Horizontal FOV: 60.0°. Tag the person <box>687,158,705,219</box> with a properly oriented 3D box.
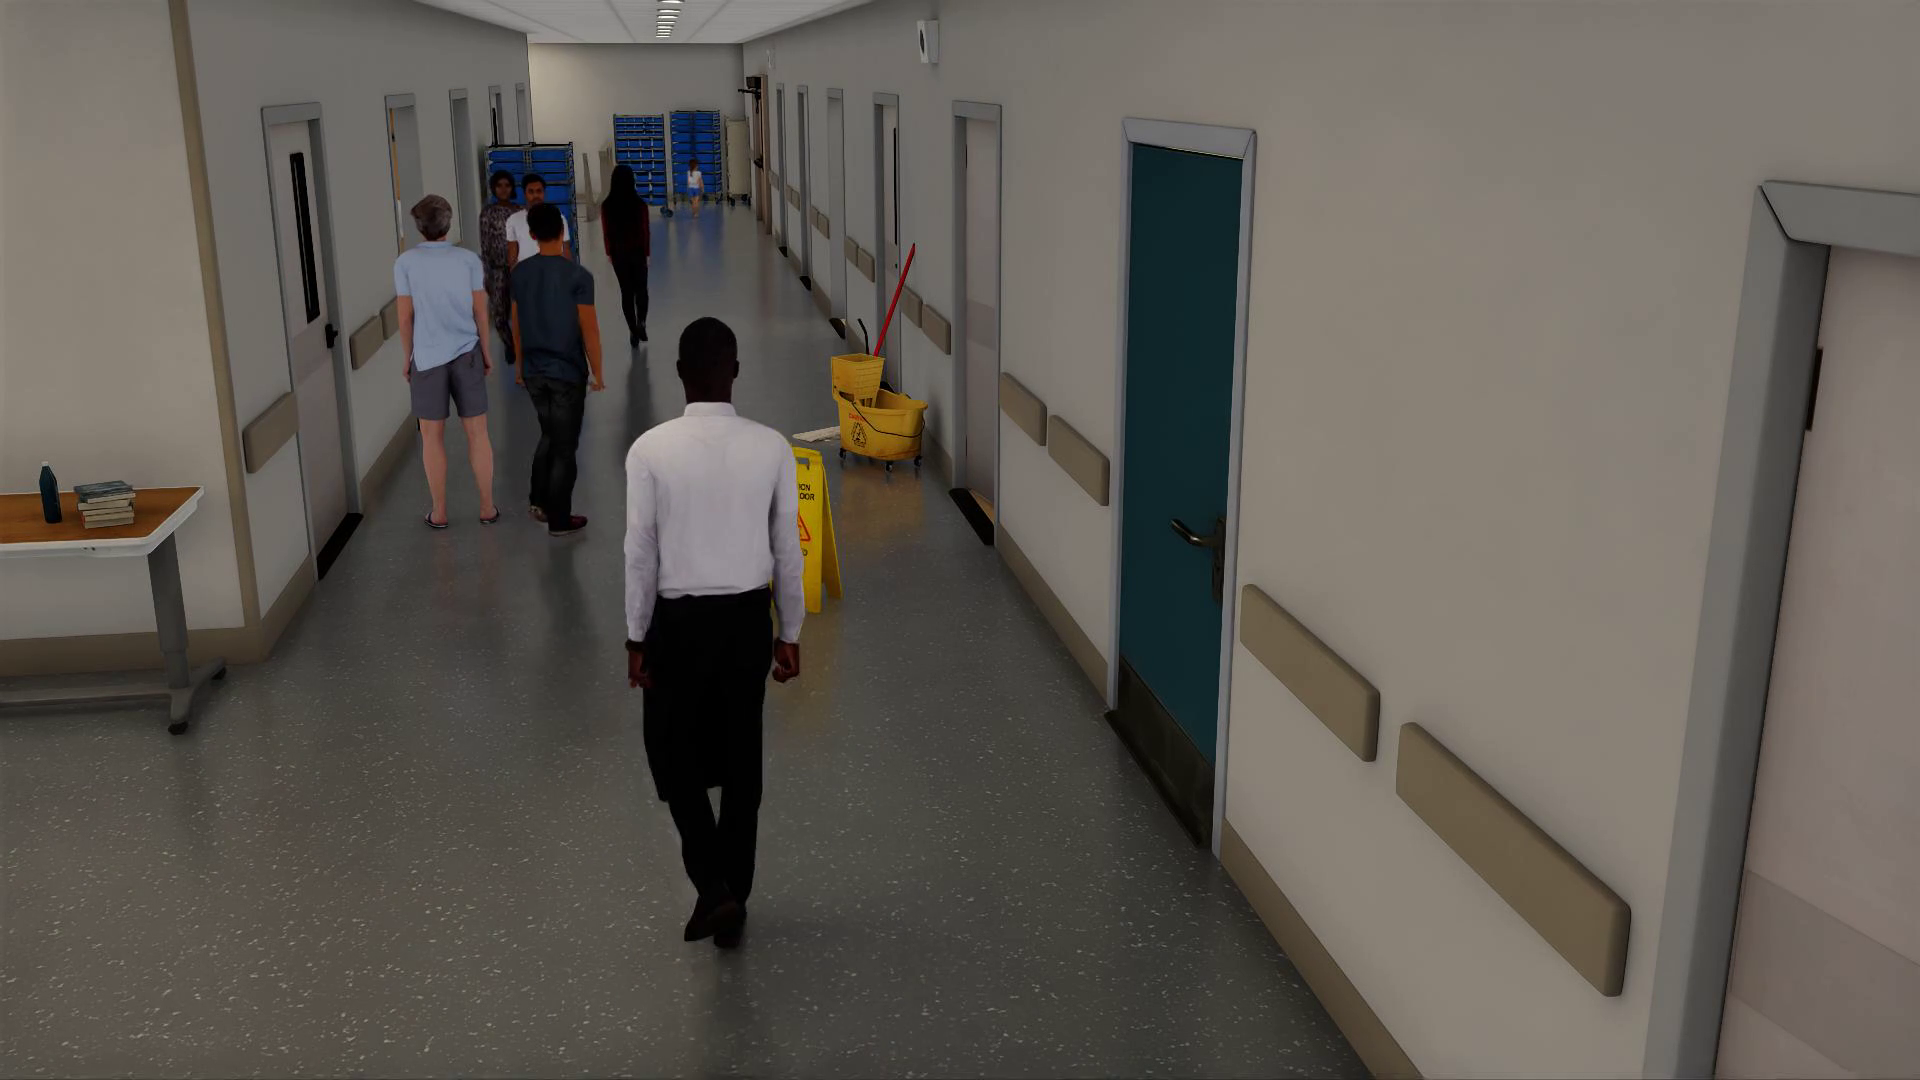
[{"bbox_3d":[-4.635,-6.108,28.889,0.545,1.010,0.630,4,16,15],"label":"person"}]

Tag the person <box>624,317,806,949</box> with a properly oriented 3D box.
[{"bbox_3d":[-0.676,0.324,4.585,0.680,1.818,0.785,-4,16,-14],"label":"person"}]

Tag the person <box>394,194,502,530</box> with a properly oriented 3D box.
[{"bbox_3d":[-2.845,-0.987,9.214,0.678,1.831,0.614,-5,17,-19],"label":"person"}]

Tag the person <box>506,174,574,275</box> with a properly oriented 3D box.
[{"bbox_3d":[-3.217,-1.938,12.836,0.745,1.696,1.114,-5,17,-17],"label":"person"}]

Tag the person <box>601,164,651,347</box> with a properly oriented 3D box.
[{"bbox_3d":[-3.042,-2.581,15.214,0.582,1.642,0.543,-2,16,-6],"label":"person"}]

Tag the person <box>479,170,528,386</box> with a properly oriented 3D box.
[{"bbox_3d":[-3.635,-2.116,13.463,0.587,1.699,0.887,-4,16,-13],"label":"person"}]

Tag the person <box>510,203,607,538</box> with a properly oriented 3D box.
[{"bbox_3d":[-2.210,-0.875,8.894,0.795,1.788,0.823,6,17,20],"label":"person"}]
